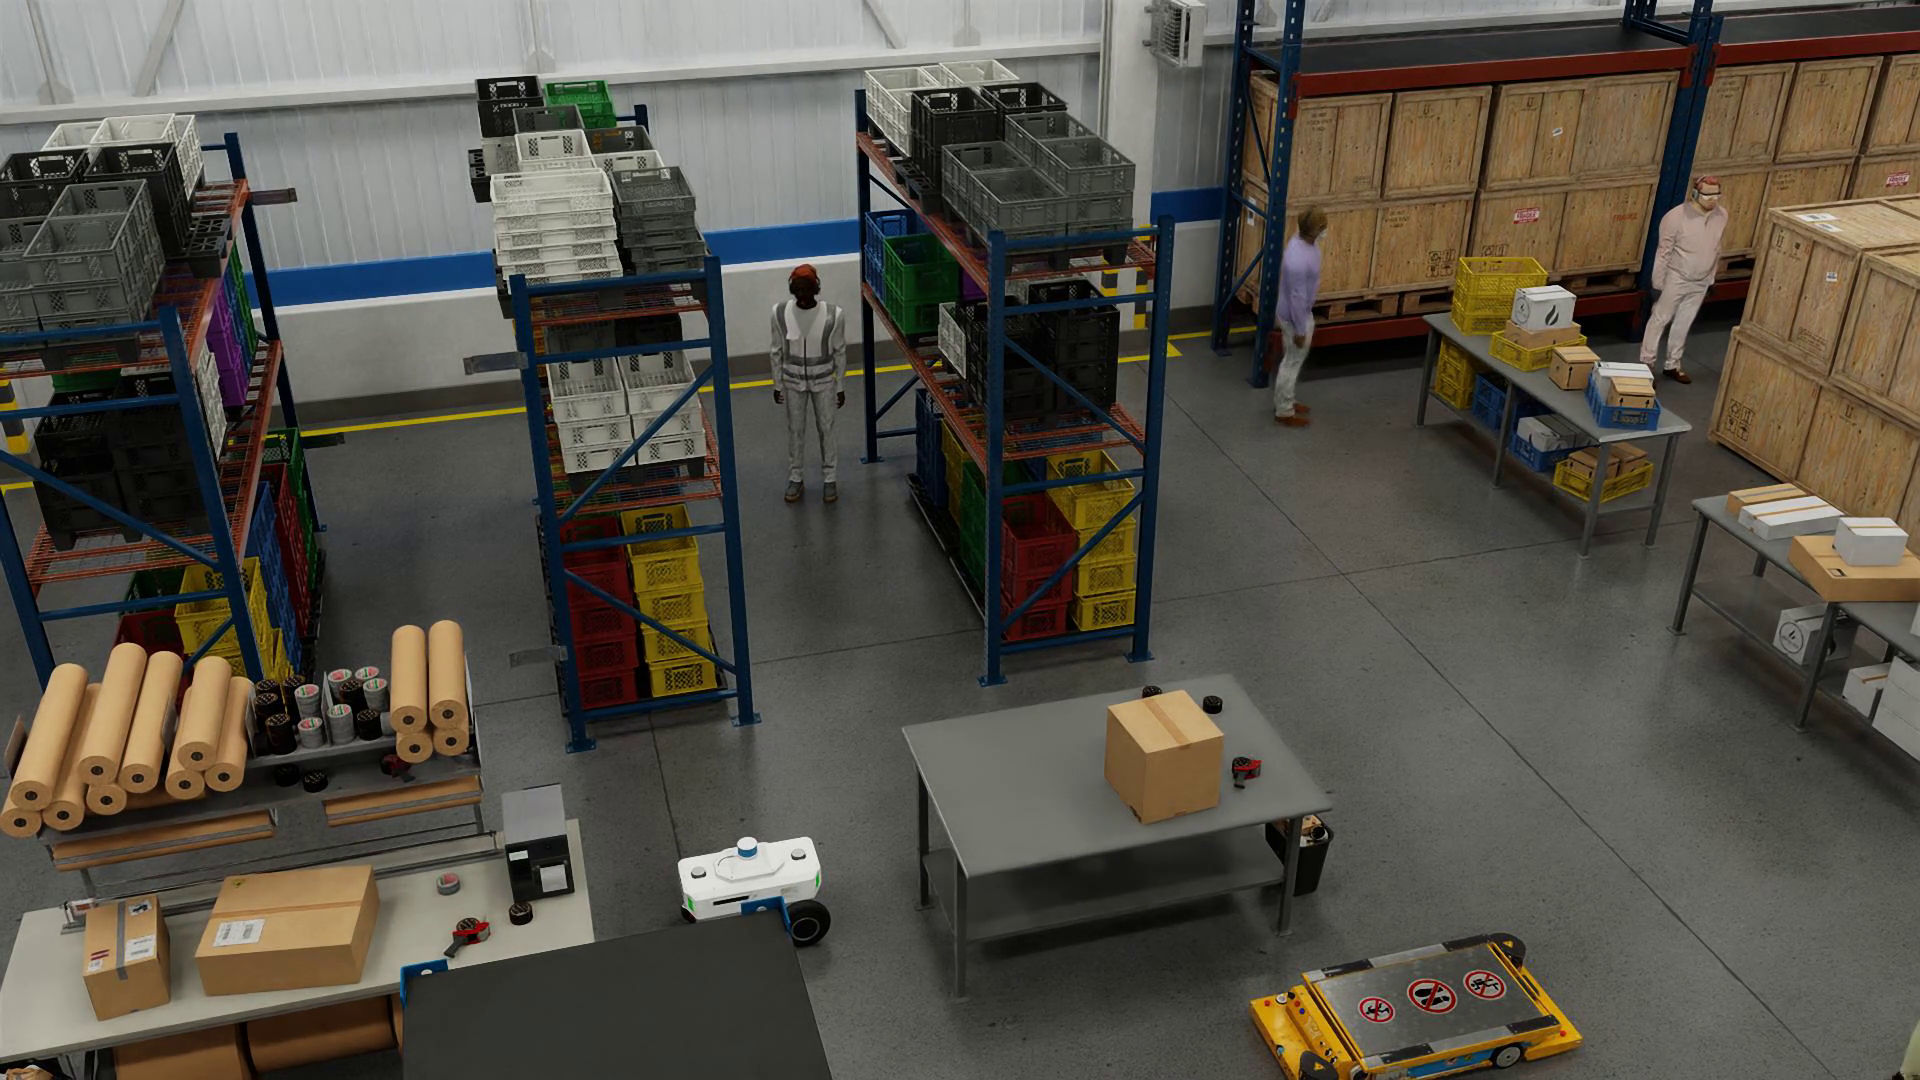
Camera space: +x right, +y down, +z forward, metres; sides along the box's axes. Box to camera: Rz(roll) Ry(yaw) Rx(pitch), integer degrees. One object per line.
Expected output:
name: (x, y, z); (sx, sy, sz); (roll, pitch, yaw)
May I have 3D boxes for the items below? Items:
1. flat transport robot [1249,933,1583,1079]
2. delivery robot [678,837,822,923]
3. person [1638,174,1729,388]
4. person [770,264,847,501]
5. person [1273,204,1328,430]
flat transport robot: (2.184, 2.282, 7.980); (1.431, 0.197, 0.652); (-8, 30, -14)
delivery robot: (-1.084, 1.750, 8.563); (0.707, 0.478, 0.477); (-8, 30, -14)
person: (6.363, -2.265, 14.569); (0.643, 1.908, 0.399); (-7, 30, -13)
person: (-1.147, -1.184, 12.626); (0.576, 1.883, 0.354); (1, 29, 3)
person: (2.812, -1.857, 13.802); (0.376, 1.939, 0.631); (7, 30, 13)
